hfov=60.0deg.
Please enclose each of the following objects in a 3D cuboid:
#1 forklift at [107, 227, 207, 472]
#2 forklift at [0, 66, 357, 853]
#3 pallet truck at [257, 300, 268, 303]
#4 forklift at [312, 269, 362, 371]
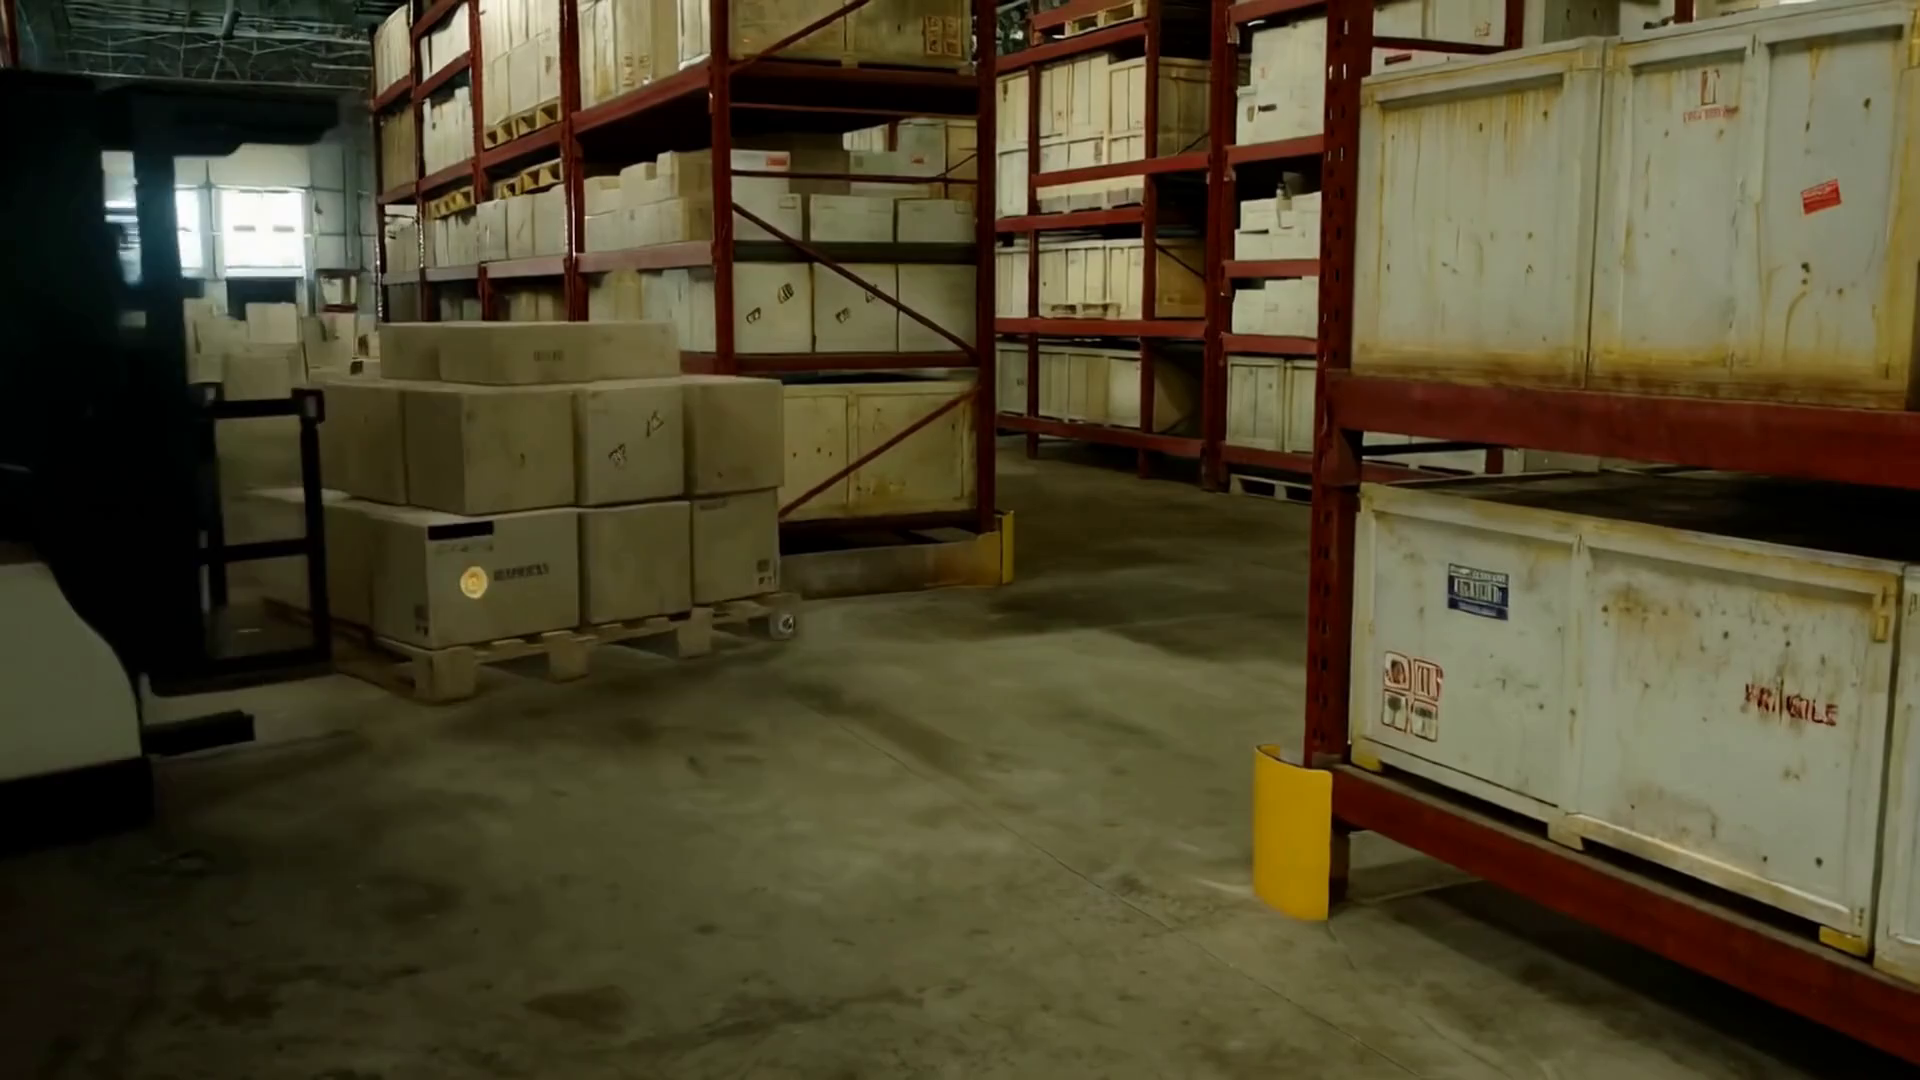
[{"bbox_3d":[-9.693,-2.171,19.061,1.873,2.768,1.129,-4,9,-26],"label":"forklift"},{"bbox_3d":[-3.511,-0.323,6.312,1.129,2.768,1.873,8,11,44],"label":"forklift"},{"bbox_3d":[-23.913,-7.404,58.171,1.885,1.965,0.823,-1,8,-9],"label":"pallet truck"},{"bbox_3d":[-17.230,-6.040,45.740,1.129,2.768,1.873,-5,10,-33],"label":"forklift"}]
